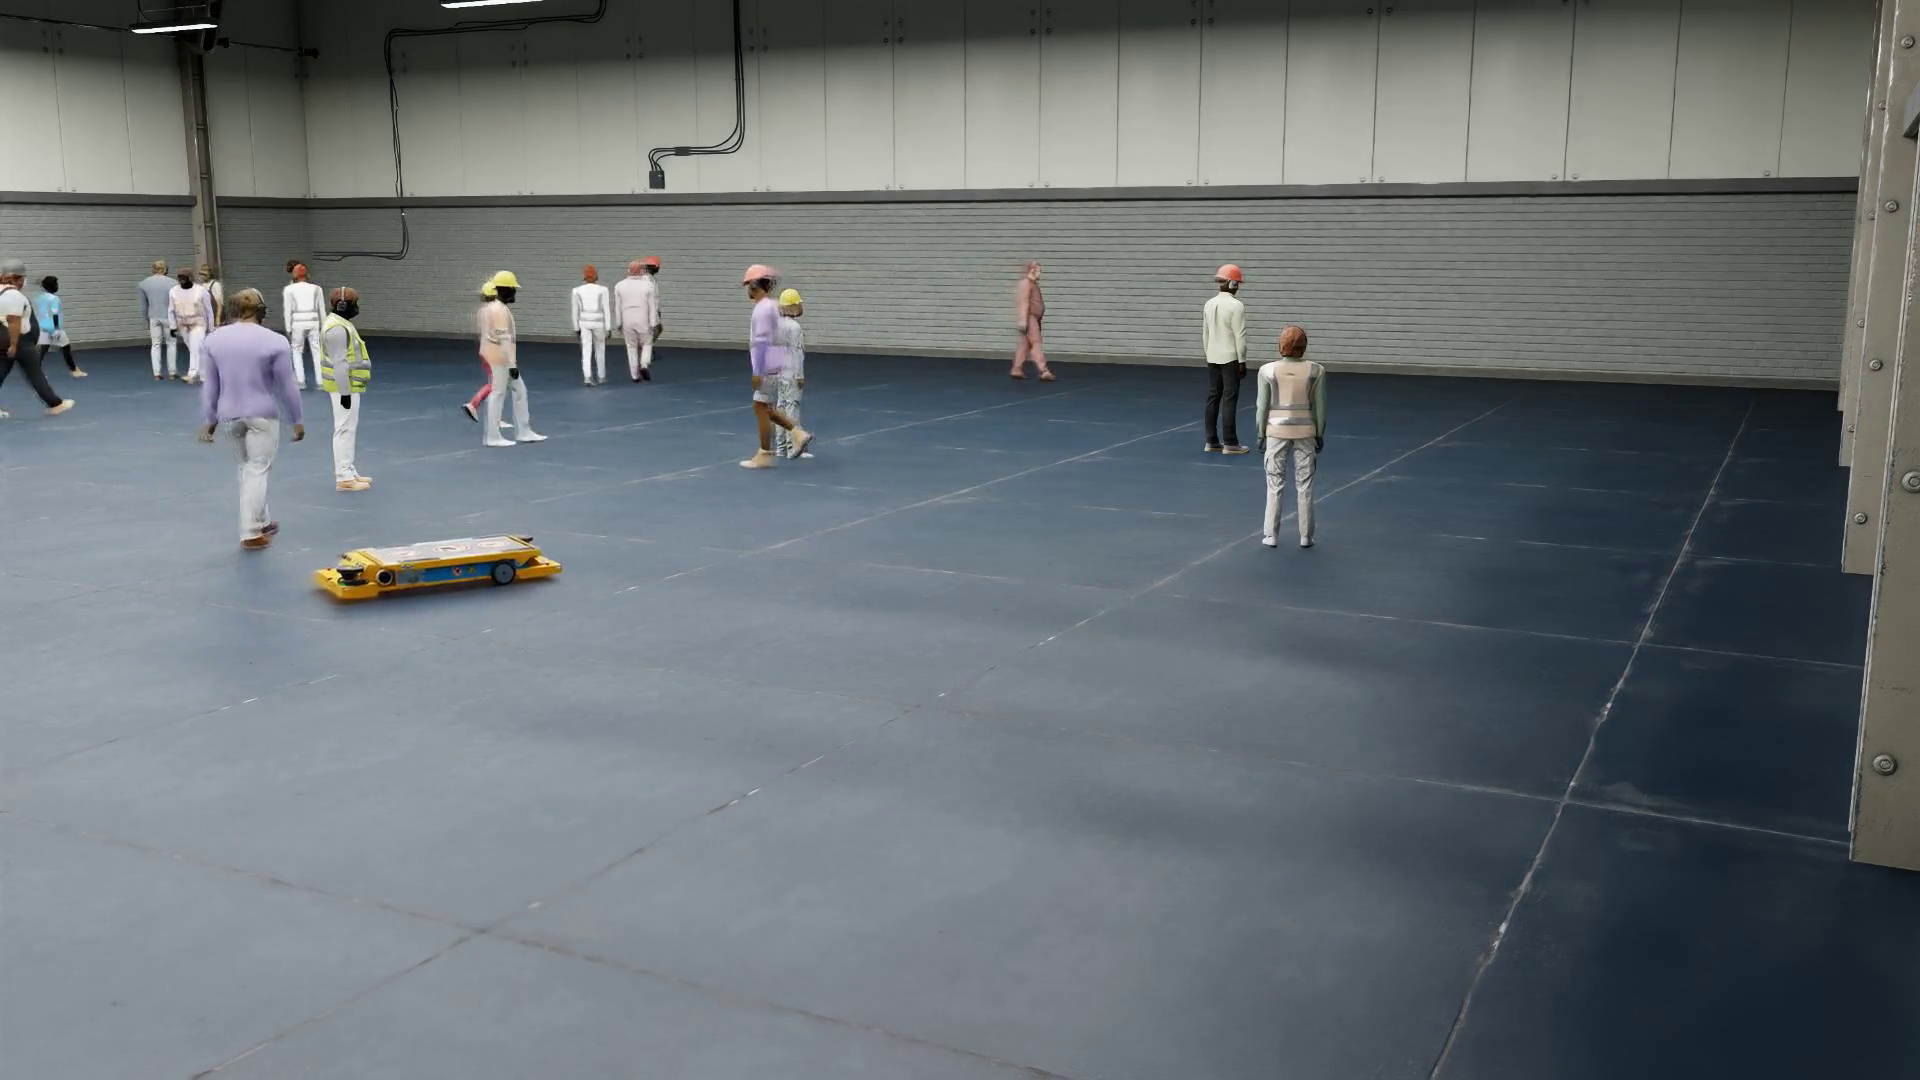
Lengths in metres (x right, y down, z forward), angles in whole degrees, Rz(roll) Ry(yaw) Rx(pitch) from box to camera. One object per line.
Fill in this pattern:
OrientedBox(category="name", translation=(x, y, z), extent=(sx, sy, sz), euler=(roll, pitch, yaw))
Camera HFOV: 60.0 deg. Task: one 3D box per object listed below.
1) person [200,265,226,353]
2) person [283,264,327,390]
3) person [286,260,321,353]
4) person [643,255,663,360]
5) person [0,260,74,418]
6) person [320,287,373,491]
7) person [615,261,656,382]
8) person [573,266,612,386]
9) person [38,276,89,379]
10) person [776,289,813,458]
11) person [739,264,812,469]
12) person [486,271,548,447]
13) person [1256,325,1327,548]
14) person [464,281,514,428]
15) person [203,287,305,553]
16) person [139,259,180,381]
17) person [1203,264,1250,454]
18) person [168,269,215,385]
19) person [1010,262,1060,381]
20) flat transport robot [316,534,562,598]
OrientedBox(category="person", translation=(-12.789, -3.805, 28.461), extent=(0.548, 1.784, 0.983), euler=(5, 11, 25))
OrientedBox(category="person", translation=(-9.732, -3.162, 24.772), extent=(0.614, 1.868, 0.427), euler=(-6, 12, -32))
OrientedBox(category="person", translation=(-12.925, -4.586, 32.660), extent=(0.598, 1.827, 0.632), euler=(-6, 12, -30))
OrientedBox(category="person", translation=(-5.623, -4.256, 30.566), extent=(0.456, 1.920, 0.574), euler=(0, 10, -1))
OrientedBox(category="person", translation=(-11.919, -2.567, 21.042), extent=(0.691, 2.000, 1.046), euler=(7, 13, 34))
OrientedBox(category="person", translation=(-5.546, -1.365, 15.061), extent=(0.428, 1.835, 0.627), euler=(-3, 11, -17))
OrientedBox(category="person", translation=(-5.075, -3.418, 26.086), extent=(0.648, 1.891, 0.437), euler=(0, 10, -1))
OrientedBox(category="person", translation=(-5.649, -3.281, 25.522), extent=(0.586, 1.835, 1.019), euler=(-1, 10, -3))
OrientedBox(category="person", translation=(-14.489, -3.382, 26.553), extent=(0.540, 1.652, 0.857), euler=(7, 13, 35))
OrientedBox(category="person", translation=(-1.740, -1.717, 17.210), extent=(0.285, 1.746, 0.491), euler=(-6, 12, -30))
OrientedBox(category="person", translation=(-1.847, -1.697, 16.374), extent=(0.618, 2.013, 0.635), euler=(0, 10, -2))
OrientedBox(category="person", translation=(-4.832, -1.963, 18.103), extent=(0.778, 1.901, 0.614), euler=(-3, 11, -15))
OrientedBox(category="person", translation=(2.431, -0.750, 12.227), extent=(0.511, 1.640, 0.308), euler=(1, 10, 7))
OrientedBox(category="person", translation=(-5.606, -2.194, 19.784), extent=(0.468, 1.759, 0.535), euler=(-6, 12, -28))
OrientedBox(category="person", translation=(-5.162, -0.901, 12.307), extent=(0.663, 1.905, 0.871), euler=(1, 10, 5))
OrientedBox(category="person", translation=(-12.649, -3.482, 26.395), extent=(0.642, 1.919, 0.413), euler=(-1, 10, -4))
OrientedBox(category="person", translation=(2.812, -1.907, 17.569), extent=(0.376, 1.995, 0.611), euler=(-7, 12, -32))
OrientedBox(category="person", translation=(-11.874, -3.289, 25.693), extent=(0.616, 1.786, 0.990), euler=(0, 10, 3))
OrientedBox(category="person", translation=(1.172, -3.459, 26.376), extent=(0.823, 1.874, 0.667), euler=(2, 11, 10))
OrientedBox(category="flat transport robot", translation=(-3.441, 0.158, 11.010), extent=(1.431, 0.197, 0.652), euler=(-7, 12, -34))
